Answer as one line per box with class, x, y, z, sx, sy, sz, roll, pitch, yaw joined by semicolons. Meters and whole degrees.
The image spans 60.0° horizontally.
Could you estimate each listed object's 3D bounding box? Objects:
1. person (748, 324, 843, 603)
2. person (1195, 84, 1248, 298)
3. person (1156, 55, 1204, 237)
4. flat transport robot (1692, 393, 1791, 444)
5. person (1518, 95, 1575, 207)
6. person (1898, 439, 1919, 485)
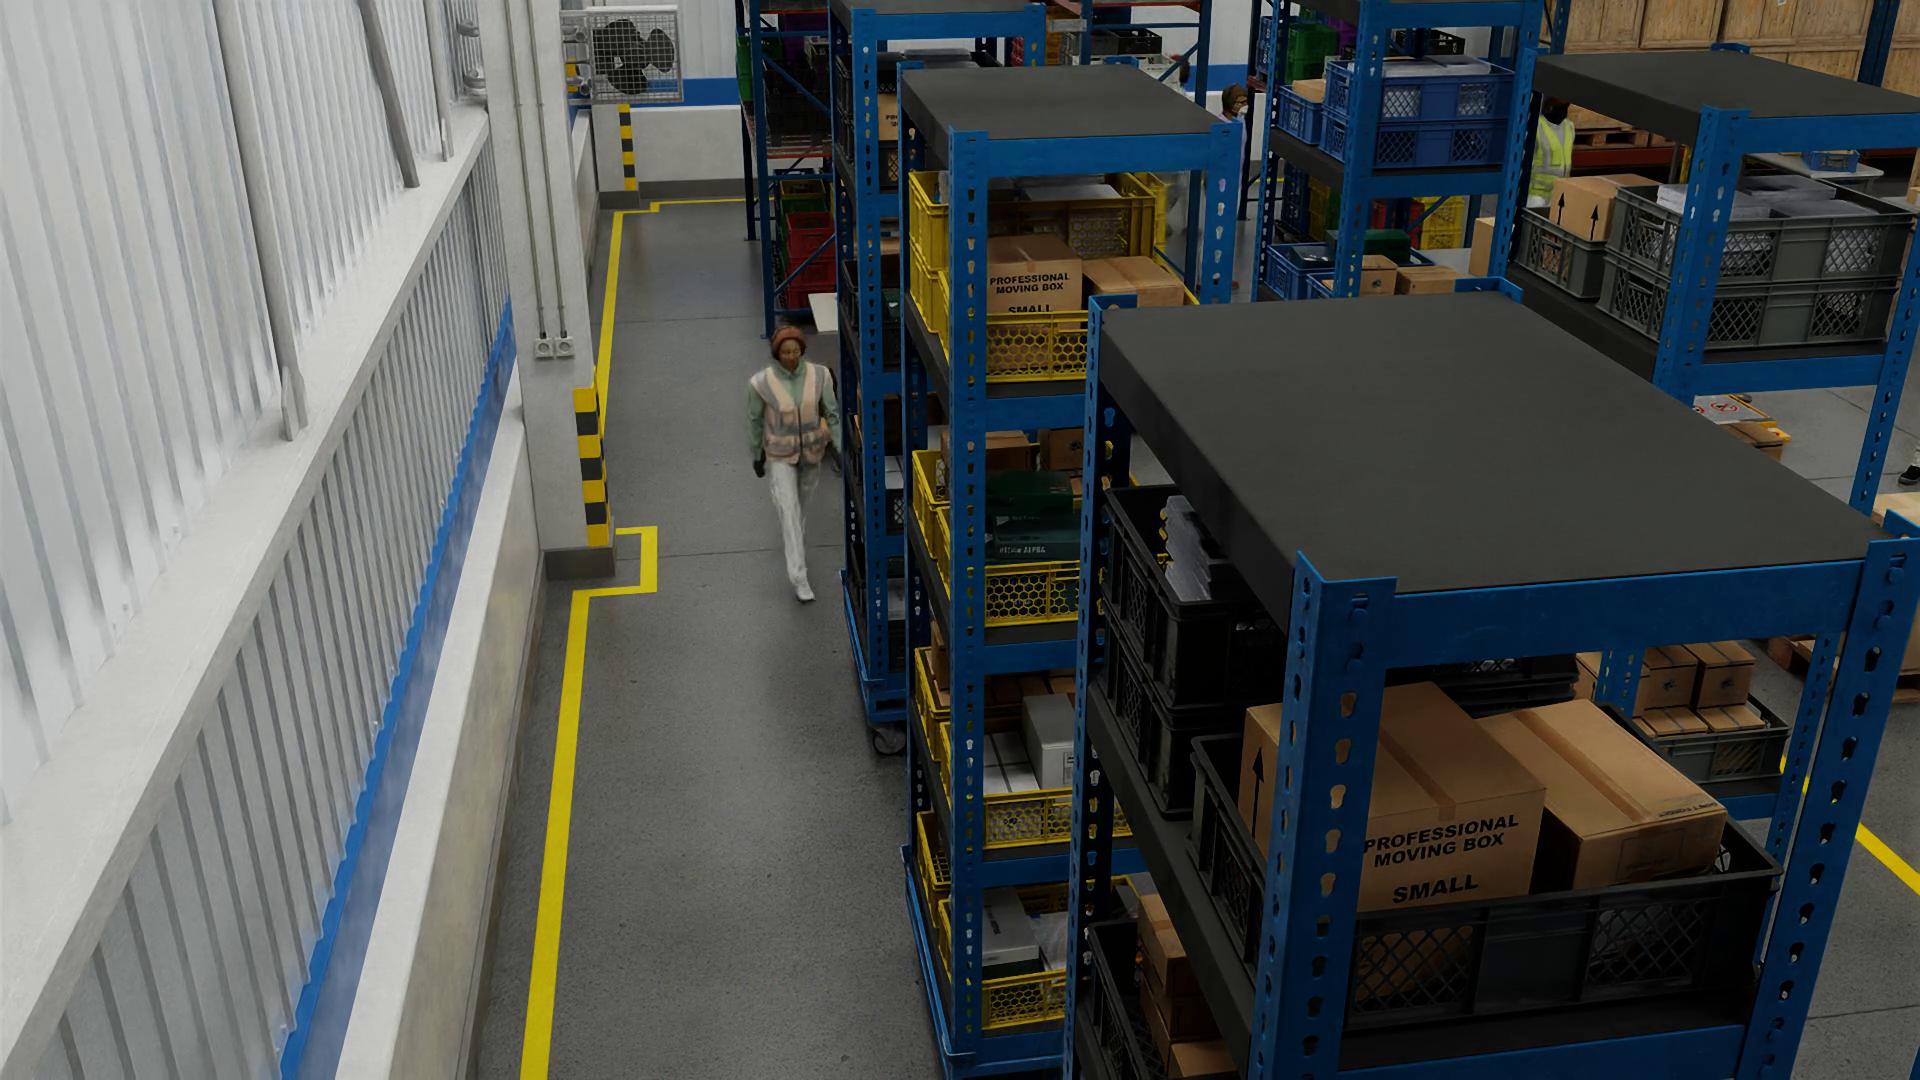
person;-0.959;-0.494;9.763;0.513;1.588;0.863;-10;27;-21
person;2.419;-3.205;15.264;0.363;1.932;0.627;15;29;29
person;2.300;-4.047;17.202;0.637;1.841;0.684;8;26;18
flat transport robot;5.224;-0.859;12.132;1.431;0.197;0.652;-4;25;-8
person;5.433;-3.259;15.488;0.634;1.839;0.429;-14;28;-28
person;6.698;-1.197;11.012;0.404;1.832;0.596;-22;33;-39
